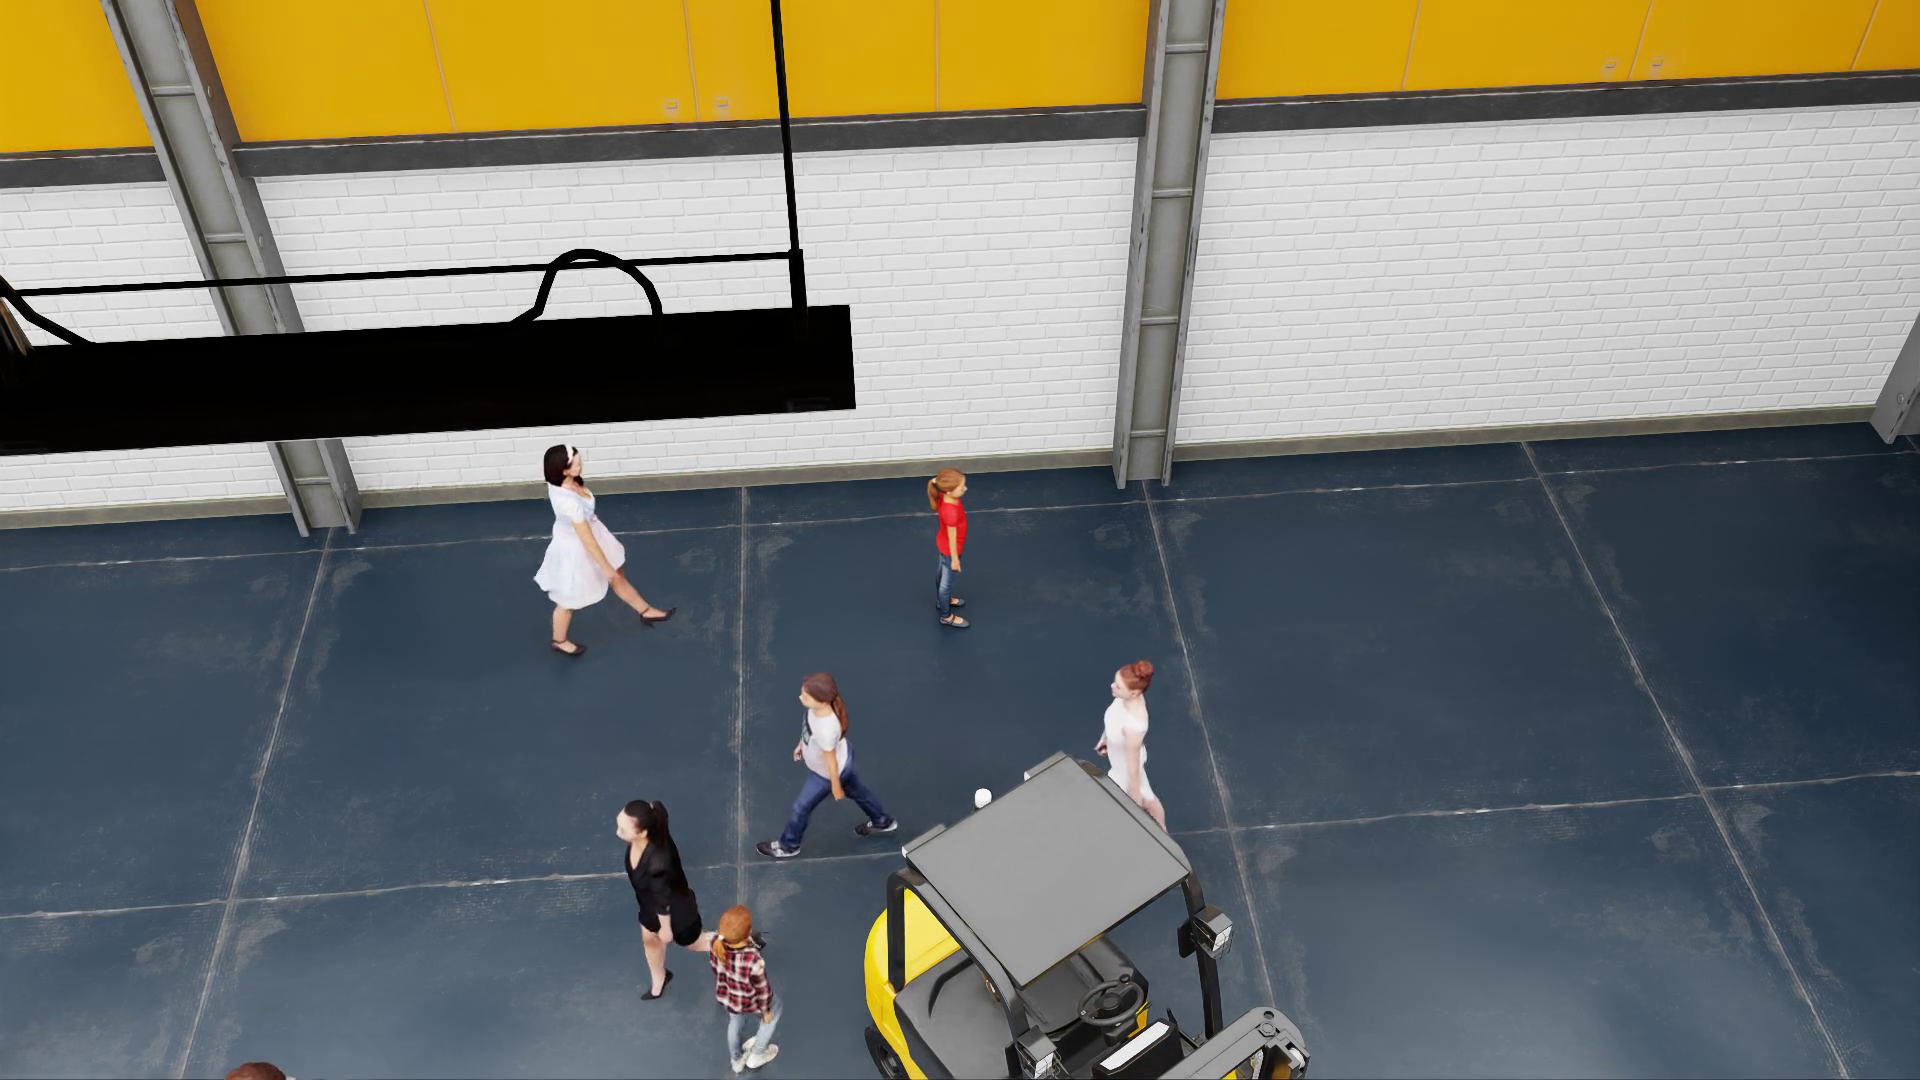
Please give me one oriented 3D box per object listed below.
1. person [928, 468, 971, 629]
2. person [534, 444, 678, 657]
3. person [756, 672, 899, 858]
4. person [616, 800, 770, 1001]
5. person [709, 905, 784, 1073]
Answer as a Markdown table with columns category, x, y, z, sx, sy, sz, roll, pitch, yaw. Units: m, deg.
| category | x | y | z | sx | sy | sz | roll | pitch | yaw |
| --- | --- | --- | --- | --- | --- | --- | --- | --- | --- |
| person | -0.074 | 0.031 | 11.082 | 0.482 | 1.310 | 0.472 | -2 | 44 | -2 |
| person | -2.531 | 0.135 | 10.636 | 1.163 | 1.775 | 0.816 | -13 | 45 | -13 |
| person | -0.684 | 1.284 | 9.612 | 1.059 | 1.523 | 0.534 | -3 | 44 | -3 |
| person | -1.470 | 1.913 | 8.845 | 1.079 | 1.671 | 0.857 | -21 | 48 | -21 |
| person | -1.152 | 2.388 | 8.618 | 0.626 | 1.295 | 0.706 | 22 | 48 | 22 |
